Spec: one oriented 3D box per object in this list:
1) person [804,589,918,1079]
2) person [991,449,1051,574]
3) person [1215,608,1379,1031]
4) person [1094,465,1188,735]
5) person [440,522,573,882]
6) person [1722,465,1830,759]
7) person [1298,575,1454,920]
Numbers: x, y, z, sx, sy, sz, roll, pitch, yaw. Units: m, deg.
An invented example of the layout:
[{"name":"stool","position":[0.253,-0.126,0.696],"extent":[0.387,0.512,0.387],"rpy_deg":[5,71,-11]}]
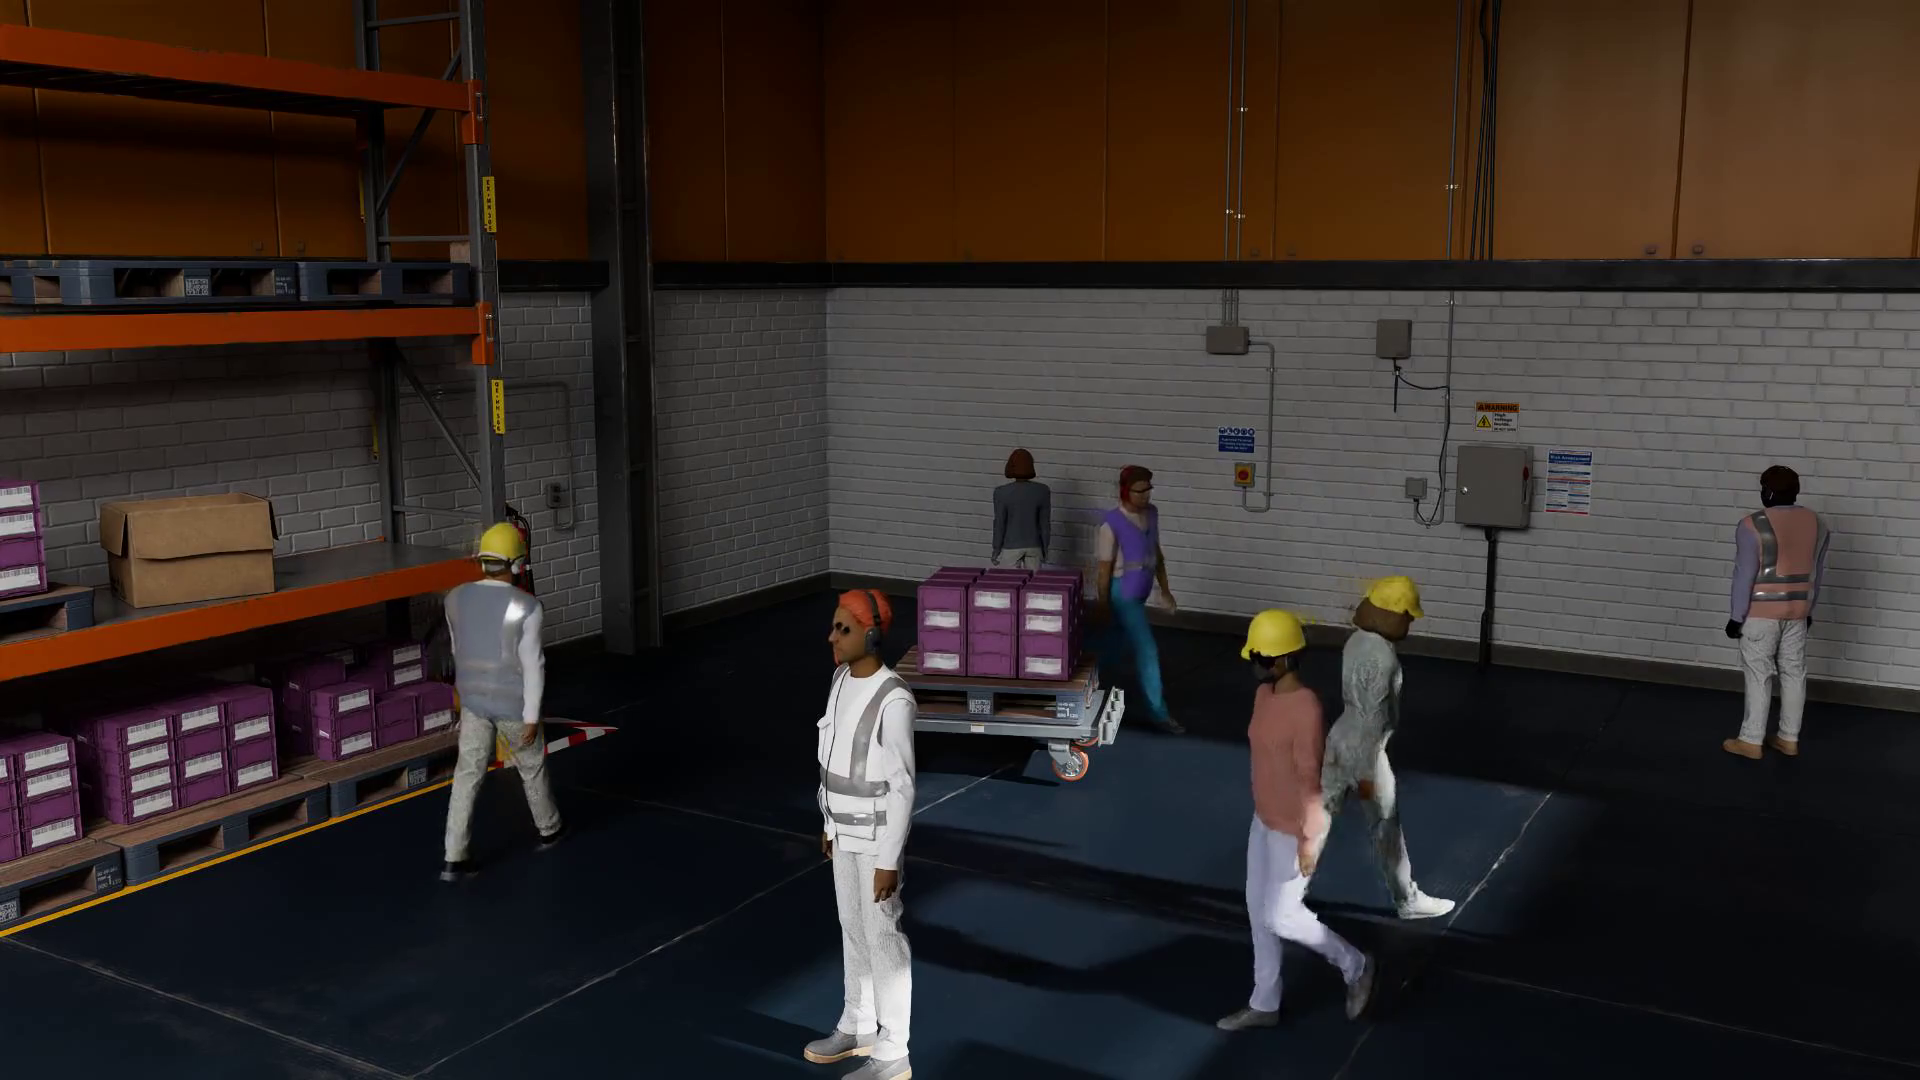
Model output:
[{"name":"person","position":[-0.362,1.106,6.205],"extent":[0.355,1.884,0.575],"rpy_deg":[-5,10,-29]},{"name":"person","position":[0.487,0.083,13.385],"extent":[0.513,1.637,0.292],"rpy_deg":[-4,10,-21]},{"name":"person","position":[1.337,1.115,6.578],"extent":[0.547,1.741,0.536],"rpy_deg":[-2,9,-13]},{"name":"person","position":[1.067,0.370,11.084],"extent":[0.949,1.794,0.586],"rpy_deg":[6,11,32]},{"name":"person","position":[-2.341,0.801,8.448],"extent":[0.604,1.789,0.954],"rpy_deg":[3,10,17]},{"name":"person","position":[5.079,0.452,10.420],"extent":[0.624,1.845,0.430],"rpy_deg":[-2,9,-12]},{"name":"person","position":[1.862,0.975,7.645],"extent":[0.872,1.674,0.565],"rpy_deg":[-2,9,-10]}]
